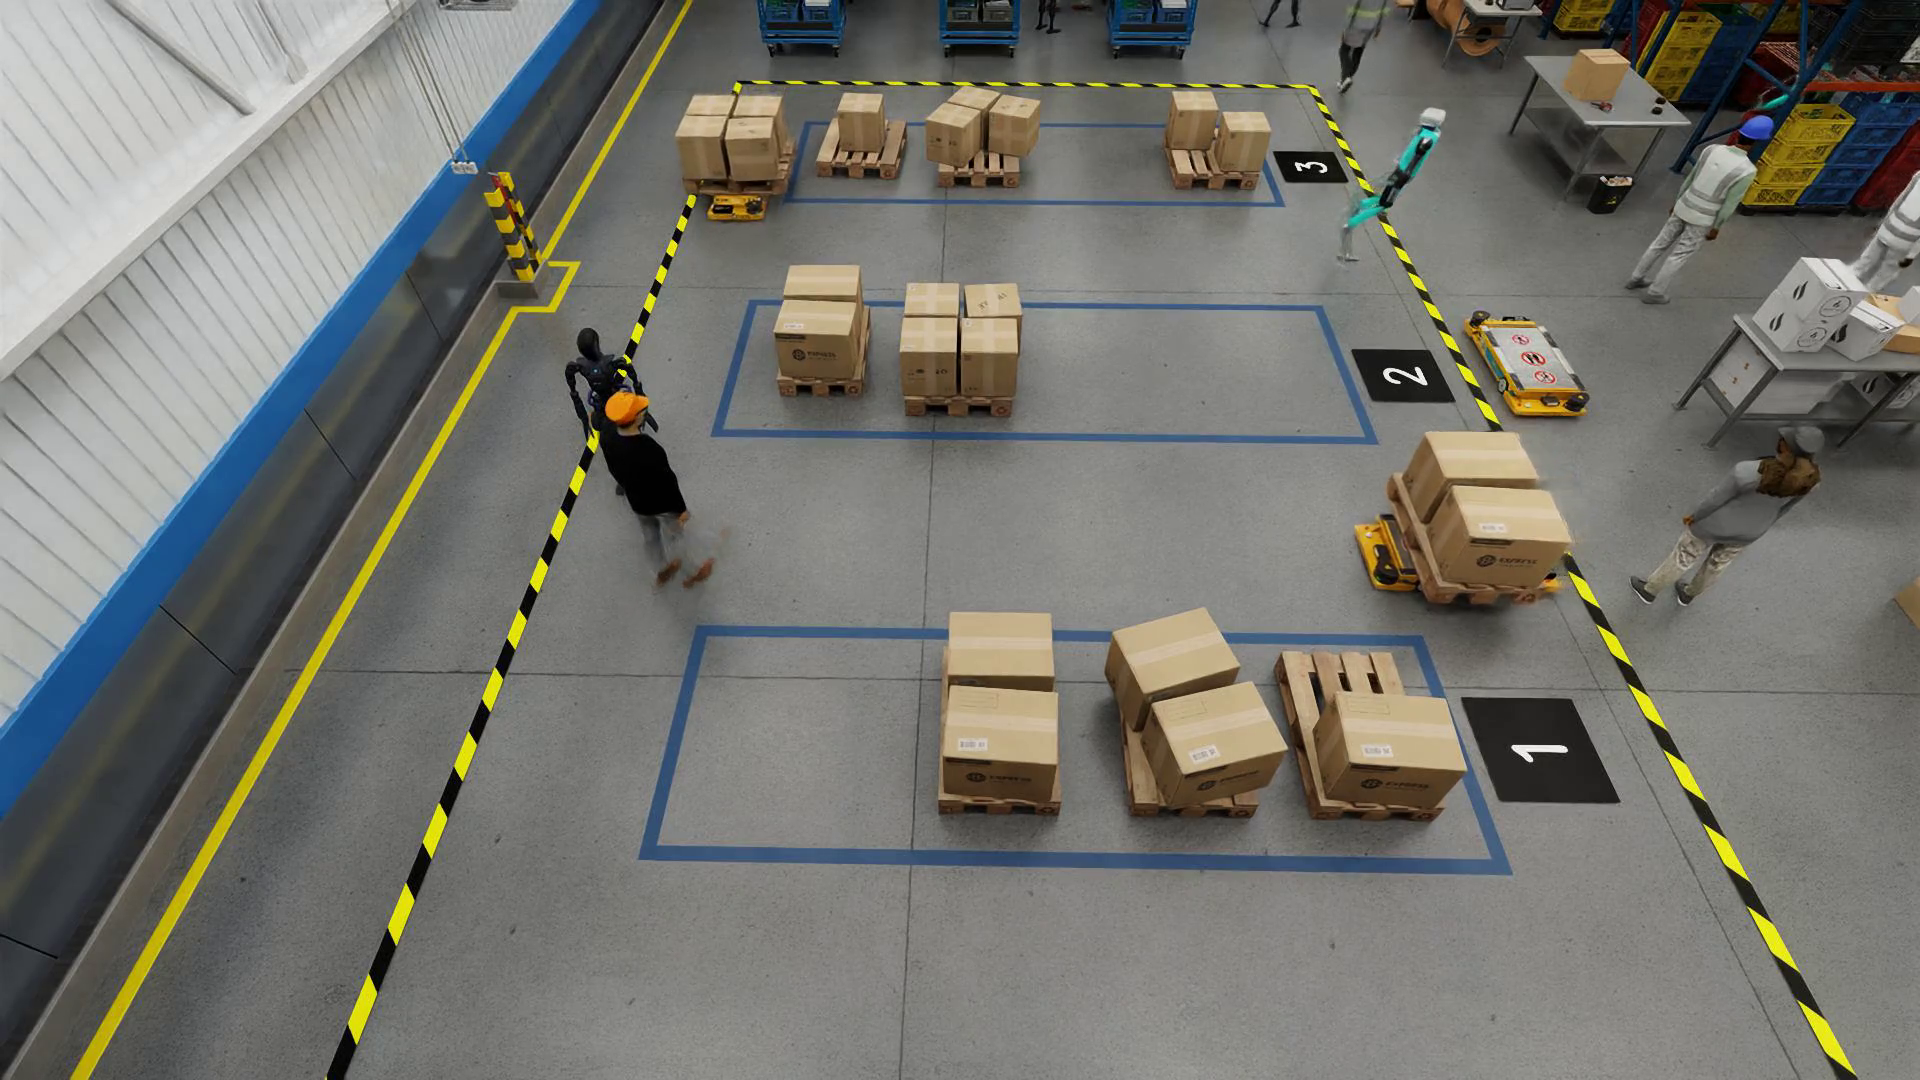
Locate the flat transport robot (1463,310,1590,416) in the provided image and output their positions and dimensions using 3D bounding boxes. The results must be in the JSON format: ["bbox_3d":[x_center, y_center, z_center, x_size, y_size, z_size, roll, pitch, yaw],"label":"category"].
[{"bbox_3d":[5.573,-1.757,9.054,0.659,0.231,1.431,1,49,1],"label":"flat transport robot"}]

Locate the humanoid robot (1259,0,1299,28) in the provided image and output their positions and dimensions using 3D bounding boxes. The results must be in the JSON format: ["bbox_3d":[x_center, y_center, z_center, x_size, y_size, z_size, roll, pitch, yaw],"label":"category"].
[{"bbox_3d":[5.205,-8.829,14.271,0.655,1.642,0.614,-26,54,-21],"label":"humanoid robot"}]

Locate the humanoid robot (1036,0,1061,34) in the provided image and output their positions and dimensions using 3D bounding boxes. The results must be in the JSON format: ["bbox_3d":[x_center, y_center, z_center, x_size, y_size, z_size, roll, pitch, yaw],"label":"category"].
[{"bbox_3d":[1.415,-8.833,14.237,0.315,1.657,0.599,-31,56,-24],"label":"humanoid robot"}]

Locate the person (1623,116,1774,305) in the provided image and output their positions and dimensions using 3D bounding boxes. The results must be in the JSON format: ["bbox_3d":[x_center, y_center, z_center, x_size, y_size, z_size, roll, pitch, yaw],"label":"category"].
[{"bbox_3d":[7.501,-3.318,9.302,0.412,1.939,0.611,-10,50,-9],"label":"person"}]

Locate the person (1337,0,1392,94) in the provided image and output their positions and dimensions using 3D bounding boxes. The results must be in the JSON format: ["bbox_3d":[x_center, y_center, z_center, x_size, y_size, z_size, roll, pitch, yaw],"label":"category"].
[{"bbox_3d":[5.559,-7.077,12.622,0.593,1.836,0.529,-1,49,0],"label":"person"}]

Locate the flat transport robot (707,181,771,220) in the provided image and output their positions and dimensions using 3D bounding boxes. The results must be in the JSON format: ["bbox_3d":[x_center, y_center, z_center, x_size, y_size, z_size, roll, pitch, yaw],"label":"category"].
[{"bbox_3d":[-2.668,-4.418,11.339,0.652,0.197,1.431,1,49,1],"label":"flat transport robot"}]

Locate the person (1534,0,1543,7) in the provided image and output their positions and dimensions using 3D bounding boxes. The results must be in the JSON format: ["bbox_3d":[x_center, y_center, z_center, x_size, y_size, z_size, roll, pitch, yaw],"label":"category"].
[{"bbox_3d":[9.707,-9.793,14.887,0.368,1.966,0.606,-24,53,-19],"label":"person"}]

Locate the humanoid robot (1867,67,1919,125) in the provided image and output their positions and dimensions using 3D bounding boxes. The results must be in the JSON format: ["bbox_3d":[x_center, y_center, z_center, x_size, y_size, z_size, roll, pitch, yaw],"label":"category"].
[{"bbox_3d":[11.759,-5.547,11.388,0.663,1.829,0.552,-1,49,-1],"label":"humanoid robot"}]

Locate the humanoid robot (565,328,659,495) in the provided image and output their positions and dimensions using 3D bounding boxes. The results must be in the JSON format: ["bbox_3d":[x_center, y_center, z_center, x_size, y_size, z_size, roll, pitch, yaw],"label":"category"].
[{"bbox_3d":[-2.808,-1.032,7.486,0.599,1.655,0.315,-8,50,-7],"label":"humanoid robot"}]

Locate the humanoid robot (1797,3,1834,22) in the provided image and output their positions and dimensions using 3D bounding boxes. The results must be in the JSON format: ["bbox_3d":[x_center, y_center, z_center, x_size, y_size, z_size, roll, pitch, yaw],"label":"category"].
[{"bbox_3d":[12.670,-7.962,13.519,0.772,1.620,0.603,-1,49,-1],"label":"humanoid robot"}]

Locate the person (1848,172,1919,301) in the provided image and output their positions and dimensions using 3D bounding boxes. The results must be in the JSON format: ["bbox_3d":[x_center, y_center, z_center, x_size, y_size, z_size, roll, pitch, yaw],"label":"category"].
[{"bbox_3d":[9.321,-2.991,9.069,0.662,1.857,0.638,-5,49,-4],"label":"person"}]

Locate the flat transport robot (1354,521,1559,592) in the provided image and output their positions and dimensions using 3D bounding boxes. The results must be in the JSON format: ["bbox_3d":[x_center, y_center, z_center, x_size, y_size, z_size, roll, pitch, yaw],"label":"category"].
[{"bbox_3d":[4.018,0.100,7.428,1.431,0.197,0.652,1,49,1],"label":"flat transport robot"}]

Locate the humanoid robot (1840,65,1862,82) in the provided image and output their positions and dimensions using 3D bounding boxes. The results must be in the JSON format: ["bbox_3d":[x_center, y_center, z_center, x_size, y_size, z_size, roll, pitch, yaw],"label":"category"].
[{"bbox_3d":[11.345,-6.148,11.961,0.767,1.887,0.535,10,50,8],"label":"humanoid robot"}]

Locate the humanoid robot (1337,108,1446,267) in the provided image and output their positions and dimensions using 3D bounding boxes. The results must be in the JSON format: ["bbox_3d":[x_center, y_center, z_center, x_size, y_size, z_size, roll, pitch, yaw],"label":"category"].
[{"bbox_3d":[4.461,-3.735,9.825,0.815,1.811,0.536,20,52,17],"label":"humanoid robot"}]

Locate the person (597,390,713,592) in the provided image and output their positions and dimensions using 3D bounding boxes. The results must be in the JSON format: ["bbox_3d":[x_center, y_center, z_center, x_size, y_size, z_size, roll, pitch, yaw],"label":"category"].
[{"bbox_3d":[-2.252,-0.337,6.757,0.589,1.882,0.380,22,53,18],"label":"person"}]

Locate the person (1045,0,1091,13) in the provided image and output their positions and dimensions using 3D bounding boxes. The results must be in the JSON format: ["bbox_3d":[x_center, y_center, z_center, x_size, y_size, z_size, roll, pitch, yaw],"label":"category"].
[{"bbox_3d":[1.819,-9.505,14.678,0.798,1.902,0.645,13,50,11],"label":"person"}]

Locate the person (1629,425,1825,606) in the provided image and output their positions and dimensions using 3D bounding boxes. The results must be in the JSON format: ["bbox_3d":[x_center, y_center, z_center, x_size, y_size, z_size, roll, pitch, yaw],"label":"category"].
[{"bbox_3d":[5.594,-0.126,6.649,0.570,1.768,0.399,6,49,5],"label":"person"}]

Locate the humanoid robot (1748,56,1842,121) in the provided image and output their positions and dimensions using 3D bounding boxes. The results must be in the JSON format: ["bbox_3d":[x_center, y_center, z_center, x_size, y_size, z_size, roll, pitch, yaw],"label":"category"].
[{"bbox_3d":[10.303,-5.531,11.395,0.803,1.839,0.541,1,49,1],"label":"humanoid robot"}]
